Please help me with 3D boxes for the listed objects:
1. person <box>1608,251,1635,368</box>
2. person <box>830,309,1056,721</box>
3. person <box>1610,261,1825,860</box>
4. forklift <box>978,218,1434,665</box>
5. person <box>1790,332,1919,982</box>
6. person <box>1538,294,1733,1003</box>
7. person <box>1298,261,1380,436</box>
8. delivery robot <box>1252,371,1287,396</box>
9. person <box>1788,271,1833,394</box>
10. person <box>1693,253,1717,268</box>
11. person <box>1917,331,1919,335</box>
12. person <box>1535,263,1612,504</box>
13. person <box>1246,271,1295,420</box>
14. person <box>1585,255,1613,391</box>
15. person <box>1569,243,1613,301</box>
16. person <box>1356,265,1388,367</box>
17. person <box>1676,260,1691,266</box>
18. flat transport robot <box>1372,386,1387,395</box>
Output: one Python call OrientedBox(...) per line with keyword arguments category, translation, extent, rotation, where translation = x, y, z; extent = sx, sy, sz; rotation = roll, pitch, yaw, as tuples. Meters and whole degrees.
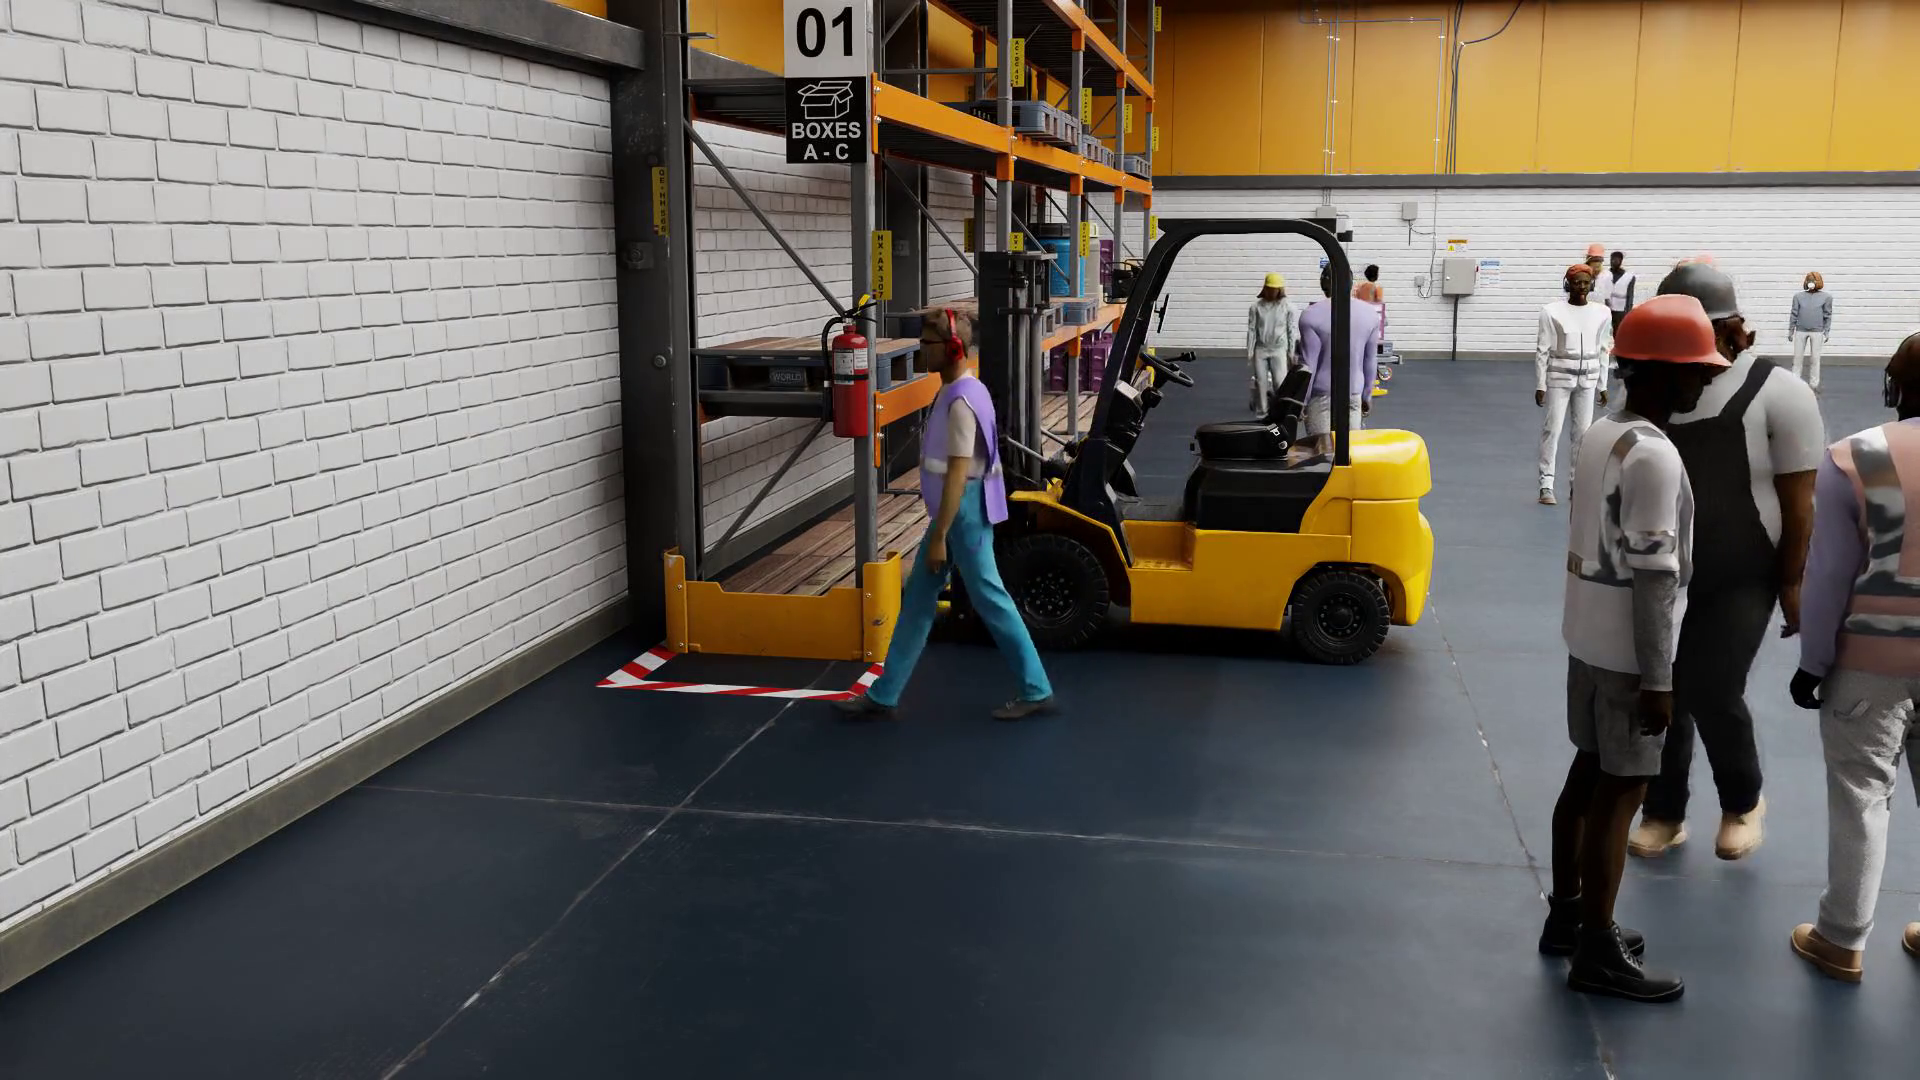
OrientedBox(category="person", translation=(10.279, -3.603, 26.161), extent=(0.590, 1.883, 0.884), rotation=(5, 12, 27))
OrientedBox(category="person", translation=(-0.032, -0.082, 7.085), extent=(0.991, 1.791, 0.590), rotation=(-1, 10, -8))
OrientedBox(category="person", translation=(2.417, 0.078, 5.516), extent=(0.543, 2.000, 0.711), rotation=(-8, 13, -37))
OrientedBox(category="forklift", translation=(1.285, -0.567, 8.635), extent=(2.313, 2.155, 1.214), rotation=(2, 11, 11))
OrientedBox(category="person", translation=(2.653, 0.335, 4.672), extent=(0.633, 1.837, 0.429), rotation=(0, 10, 3))
OrientedBox(category="person", translation=(1.875, 0.294, 4.617), extent=(0.374, 1.935, 0.552), rotation=(1, 10, 3))
OrientedBox(category="person", translation=(2.650, -1.008, 11.754), extent=(0.635, 1.936, 0.354), rotation=(-4, 11, -19))
OrientedBox(category="delivery robot", translation=(3.791, -1.850, 19.905), extent=(0.477, 0.478, 0.707), rotation=(-3, 11, -19))
OrientedBox(category="person", translation=(11.337, -2.762, 22.203), extent=(0.508, 1.632, 0.271), rotation=(8, 13, 37))
OrientedBox(category="person", translation=(6.740, -1.636, 15.187), extent=(0.545, 1.942, 0.349), rotation=(6, 12, 28))
OrientedBox(category="person", translation=(8.044, -1.209, 13.746), extent=(0.525, 1.620, 0.674), rotation=(-1, 10, -7))
OrientedBox(category="person", translation=(4.794, -1.214, 13.033), extent=(0.583, 1.882, 0.350), rotation=(0, 10, -1))
OrientedBox(category="person", translation=(3.307, -1.996, 17.741), extent=(0.503, 1.725, 0.399), rotation=(2, 11, 12))
OrientedBox(category="person", translation=(8.709, -3.009, 22.992), extent=(0.517, 1.846, 0.834), rotation=(-1, 10, -4))
OrientedBox(category="person", translation=(9.273, -3.374, 24.543), extent=(0.619, 2.014, 0.976), rotation=(2, 10, 9))
OrientedBox(category="person", translation=(6.385, -3.458, 25.967), extent=(0.885, 1.654, 0.531), rotation=(-5, 11, -25))
OrientedBox(category="person", translation=(8.885, -2.507, 20.338), extent=(0.642, 1.794, 0.930), rotation=(-5, 12, -27))
OrientedBox(category="flat transport robot", translation=(4.814, -1.999, 21.758), extent=(1.431, 0.197, 0.652), rotation=(-5, 11, -24))
